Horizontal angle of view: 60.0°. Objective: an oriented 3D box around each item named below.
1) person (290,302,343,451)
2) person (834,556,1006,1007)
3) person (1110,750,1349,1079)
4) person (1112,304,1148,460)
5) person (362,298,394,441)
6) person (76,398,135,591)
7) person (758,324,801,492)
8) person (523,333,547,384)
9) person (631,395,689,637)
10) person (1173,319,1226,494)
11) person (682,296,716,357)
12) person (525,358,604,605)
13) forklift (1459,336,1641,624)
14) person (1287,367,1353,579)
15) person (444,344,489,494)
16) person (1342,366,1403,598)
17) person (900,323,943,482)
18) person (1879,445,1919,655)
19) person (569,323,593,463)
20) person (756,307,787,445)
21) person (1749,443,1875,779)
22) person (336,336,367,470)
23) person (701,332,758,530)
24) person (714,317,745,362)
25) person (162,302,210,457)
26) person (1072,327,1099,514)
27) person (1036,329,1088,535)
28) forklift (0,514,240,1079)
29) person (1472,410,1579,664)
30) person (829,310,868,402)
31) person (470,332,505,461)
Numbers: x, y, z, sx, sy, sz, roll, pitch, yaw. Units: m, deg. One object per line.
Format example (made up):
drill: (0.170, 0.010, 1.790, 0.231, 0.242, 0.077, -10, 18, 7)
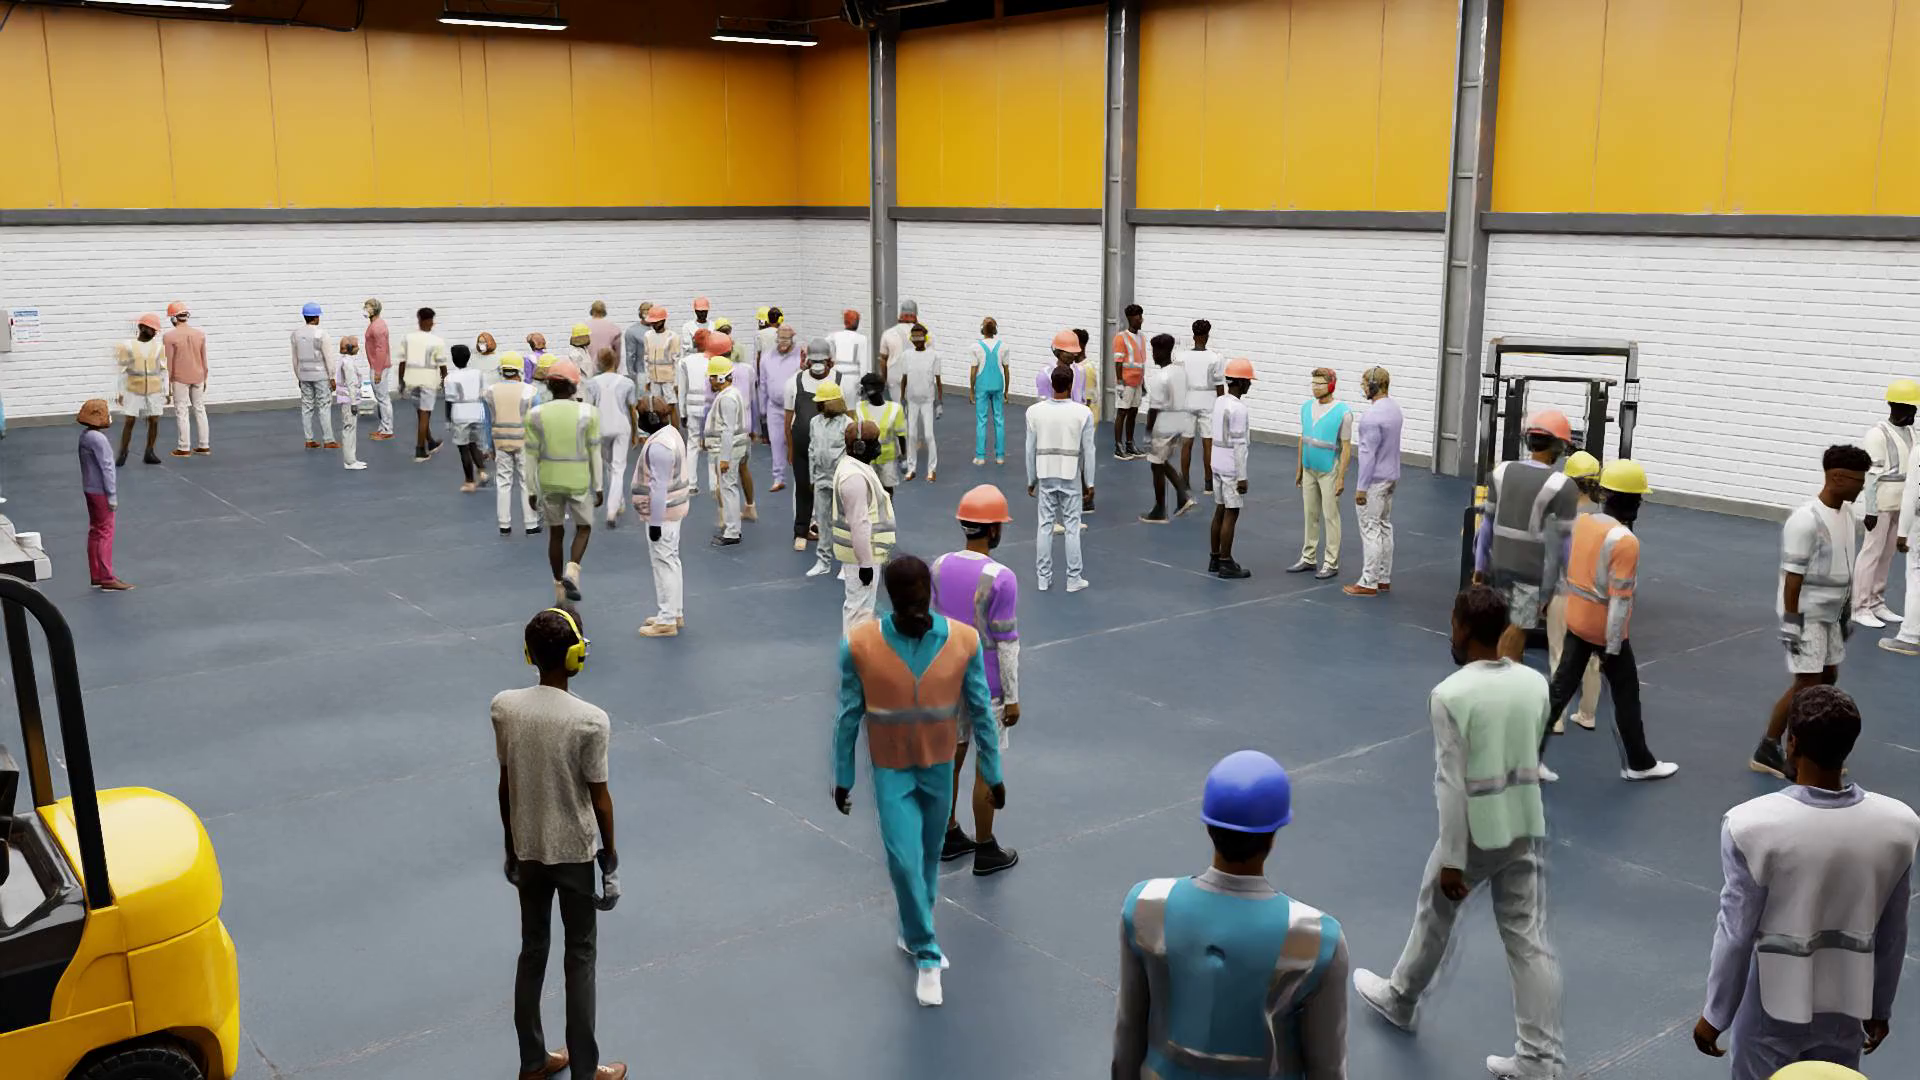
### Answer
person: (-8.427, -2.131, 21.752, 0.605, 1.948, 0.391, 3, 12, 15)
person: (-0.154, 0.974, 6.927, 0.705, 1.871, 0.757, -3, 12, -14)
person: (0.690, 1.488, 4.311, 0.613, 1.941, 0.414, 5, 13, 22)
person: (2.173, -2.013, 21.135, 0.369, 1.967, 0.600, 10, 15, 39)
person: (-7.947, -2.324, 22.703, 0.359, 1.939, 0.635, -4, 12, -20)
person: (-7.267, -0.385, 14.081, 0.507, 1.631, 0.266, 11, 16, 44)
person: (-1.968, -1.506, 18.890, 0.661, 1.892, 0.583, 3, 12, 12)
person: (-5.259, -1.780, 20.828, 0.324, 1.630, 0.520, 6, 13, 26)
person: (-2.279, -0.189, 12.670, 0.429, 1.831, 0.635, -1, 12, -3)
person: (2.674, -1.488, 18.603, 0.602, 1.966, 0.368, 4, 12, 20)
person: (-3.578, -2.414, 23.146, 0.543, 1.939, 0.355, -6, 13, -27)
person: (-3.208, -0.453, 13.472, 0.629, 2.021, 0.539, 0, 12, -2)
forklift: (4.683, -0.471, 13.136, 1.214, 2.155, 2.313, 4, 12, 20)
person: (3.180, -0.591, 14.560, 0.390, 1.846, 0.564, -8, 14, -34)
person: (-5.539, -1.357, 18.637, 0.370, 1.679, 0.558, 9, 15, 38)
person: (3.459, -0.482, 13.841, 0.379, 1.931, 0.635, 8, 14, 33)
person: (-0.458, -1.600, 19.410, 0.526, 1.860, 0.321, 4, 12, 17)
person: (7.058, -0.091, 12.079, 0.577, 1.879, 0.350, -3, 12, -14)
person: (-4.718, -1.839, 20.835, 0.284, 1.746, 0.489, 0, 12, 2)
person: (-2.478, -2.181, 22.230, 0.532, 1.855, 0.348, 4, 12, 16)
person: (4.901, 0.414, 9.485, 0.617, 1.940, 0.436, -9, 15, -38)
person: (-7.444, -1.674, 20.320, 0.318, 1.629, 0.508, -6, 13, -25)
person: (-2.268, -1.100, 16.702, 0.549, 1.989, 0.680, 11, 16, 44)
person: (-3.076, -2.052, 21.867, 0.544, 1.744, 0.446, -3, 12, -15)
person: (-9.922, -2.054, 21.308, 0.411, 1.983, 0.616, 6, 13, 28)
person: (1.272, -1.256, 17.518, 0.379, 1.958, 0.613, -1, 12, -5)
person: (1.033, -1.064, 16.409, 0.612, 2.031, 0.403, -10, 15, -39)
forklift: (-3.687, 1.115, 5.480, 2.313, 2.155, 1.214, -9, 15, -36)
person: (3.554, 0.191, 10.395, 0.560, 2.005, 0.635, -7, 14, -31)
person: (-1.459, -2.118, 21.975, 0.566, 1.827, 1.001, 3, 12, 13)
person: (-5.903, -1.789, 20.864, 0.508, 1.632, 0.265, 1, 12, 7)
